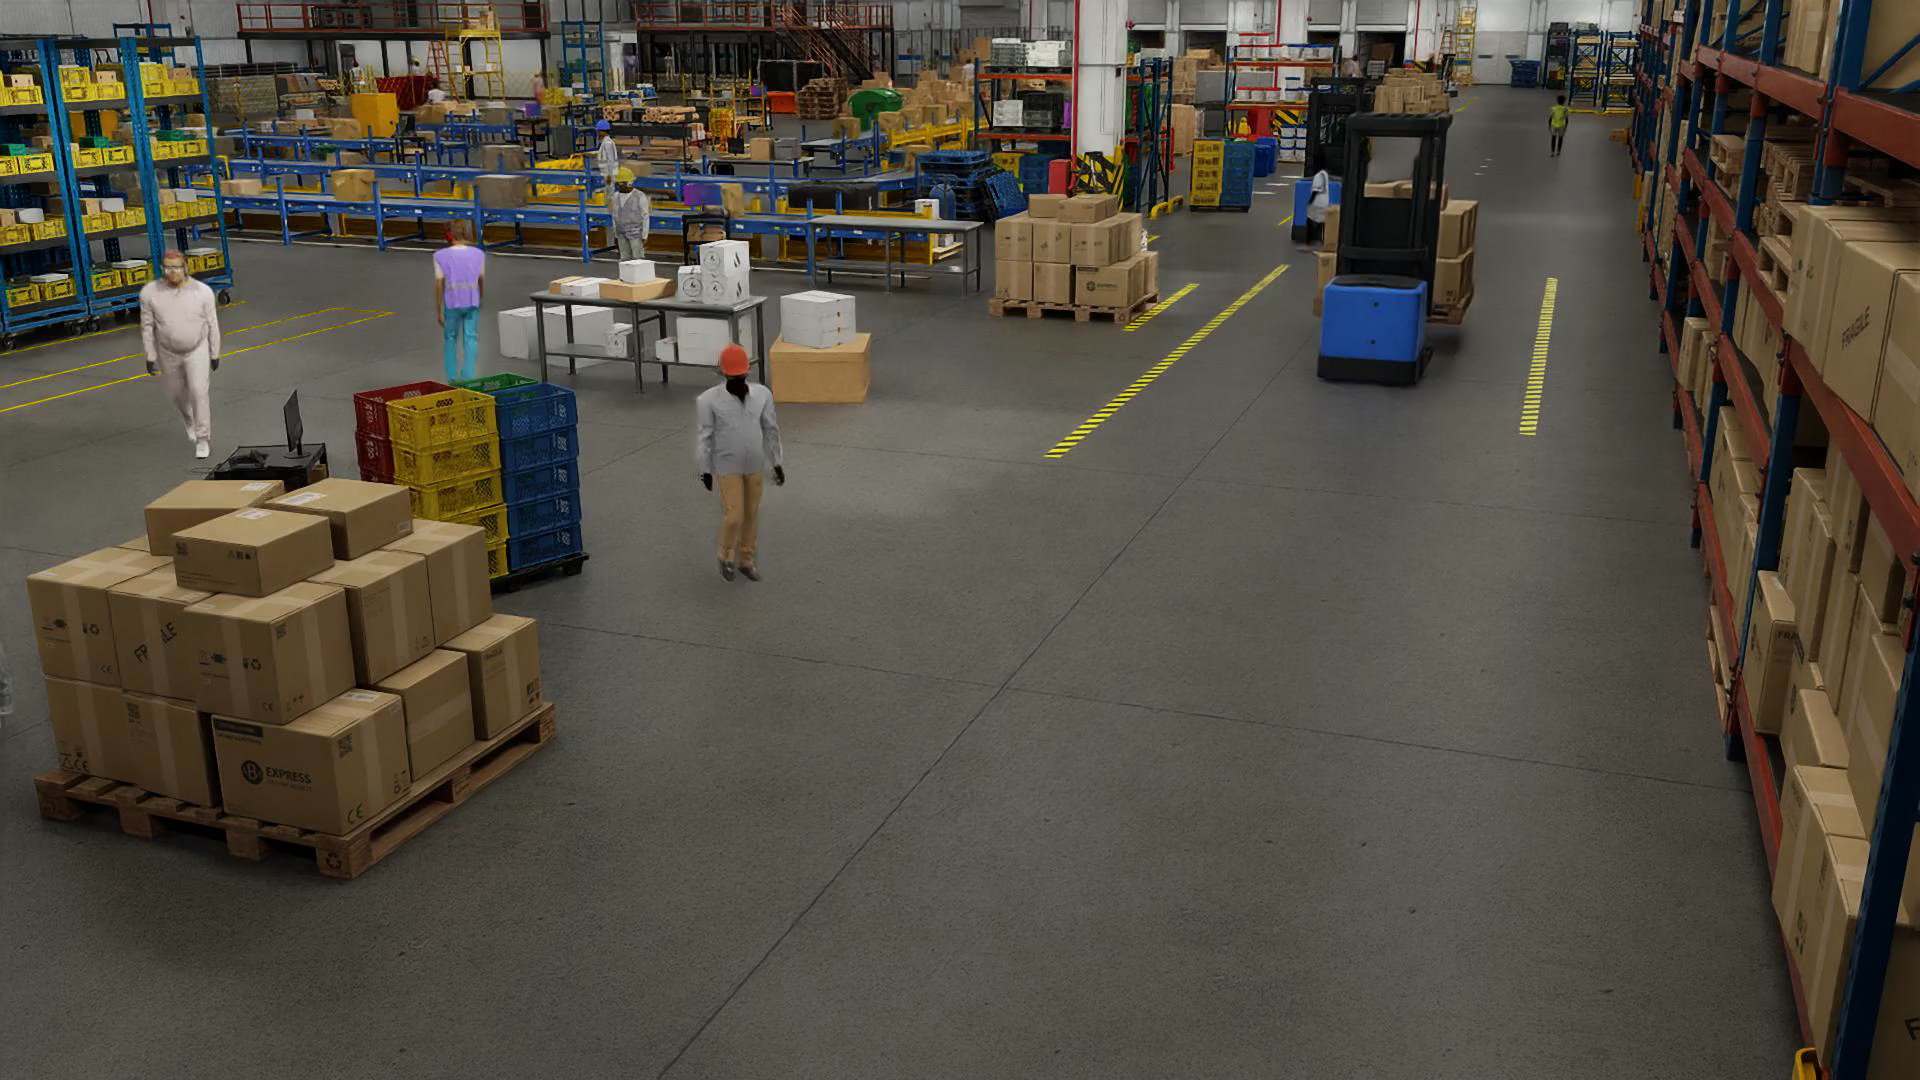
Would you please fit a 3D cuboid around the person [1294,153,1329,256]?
[{"bbox_3d":[5.847,-5.556,27.583,0.715,1.671,0.540,6,18,17],"label":"person"}]

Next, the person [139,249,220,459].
[{"bbox_3d":[-7.119,-1.738,15.252,0.641,1.878,0.836,-5,18,-16],"label":"person"}]

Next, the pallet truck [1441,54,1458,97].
[{"bbox_3d":[22.765,-21.886,78.355,0.823,1.965,1.885,-4,18,-14],"label":"pallet truck"}]

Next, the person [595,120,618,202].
[{"bbox_3d":[-6.676,-6.964,31.548,0.397,1.949,0.603,-4,18,-14],"label":"person"}]

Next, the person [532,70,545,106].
[{"bbox_3d":[-16.285,-17.264,64.276,0.884,1.724,0.532,11,21,32],"label":"person"}]

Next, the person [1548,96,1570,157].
[{"bbox_3d":[16.717,-11.560,46.467,0.539,1.650,0.874,7,19,20],"label":"person"}]

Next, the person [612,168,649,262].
[{"bbox_3d":[-4.641,-4.299,23.368,0.600,1.827,0.403,9,20,27],"label":"person"}]

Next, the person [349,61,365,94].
[{"bbox_3d":[-25.659,-19.442,70.864,0.573,1.883,0.354,-5,18,-14],"label":"person"}]

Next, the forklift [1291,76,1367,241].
[{"bbox_3d":[6.598,-6.755,29.381,1.129,2.768,1.873,6,19,19],"label":"forklift"}]

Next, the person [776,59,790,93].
[{"bbox_3d":[-7.388,-19.154,69.703,0.781,2.000,0.691,12,21,34],"label":"person"}]

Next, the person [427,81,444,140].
[{"bbox_3d":[-16.492,-13.518,52.372,0.506,1.807,0.994,-10,20,-28],"label":"person"}]

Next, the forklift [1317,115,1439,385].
[{"bbox_3d":[4.692,-3.262,18.406,1.129,2.768,1.873,6,19,19],"label":"forklift"}]

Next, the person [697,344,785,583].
[{"bbox_3d":[-1.532,-0.529,11.679,0.570,1.731,0.397,-12,21,-33],"label":"person"}]

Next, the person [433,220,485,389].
[{"bbox_3d":[-5.281,-2.467,17.639,0.567,1.810,0.516,-9,20,-26],"label":"person"}]

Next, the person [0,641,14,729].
[{"bbox_3d":[-5.621,0.233,9.268,0.320,1.742,0.492,-3,18,-9],"label":"person"}]

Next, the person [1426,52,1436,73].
[{"bbox_3d":[23.013,-22.946,81.728,0.605,1.972,0.640,12,21,33],"label":"person"}]

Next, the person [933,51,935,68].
[{"bbox_3d":[-1.432,-27.181,95.393,0.425,1.750,0.540,-6,19,-18],"label":"person"}]

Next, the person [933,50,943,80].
[{"bbox_3d":[-1.202,-26.918,94.474,0.863,1.806,0.656,-4,18,-13],"label":"person"}]

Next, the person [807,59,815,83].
[{"bbox_3d":[-6.386,-19.726,71.666,0.359,1.939,0.543,4,18,13],"label":"person"}]

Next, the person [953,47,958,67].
[{"bbox_3d":[-0.163,-26.359,92.417,0.614,1.994,0.381,10,20,28],"label":"person"}]

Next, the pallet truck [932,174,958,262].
[{"bbox_3d":[-0.507,-5.292,27.348,0.653,1.274,1.630,6,19,19],"label":"pallet truck"}]

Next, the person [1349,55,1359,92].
[{"bbox_3d":[19.629,-23.230,82.859,0.638,1.832,0.459,-16,24,-42],"label":"person"}]

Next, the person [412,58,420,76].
[{"bbox_3d":[-24.866,-21.035,75.880,0.952,1.886,0.599,5,18,14],"label":"person"}]

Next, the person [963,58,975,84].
[{"bbox_3d":[0.455,-20.676,74.704,0.674,1.923,0.571,-1,18,-3],"label":"person"}]
